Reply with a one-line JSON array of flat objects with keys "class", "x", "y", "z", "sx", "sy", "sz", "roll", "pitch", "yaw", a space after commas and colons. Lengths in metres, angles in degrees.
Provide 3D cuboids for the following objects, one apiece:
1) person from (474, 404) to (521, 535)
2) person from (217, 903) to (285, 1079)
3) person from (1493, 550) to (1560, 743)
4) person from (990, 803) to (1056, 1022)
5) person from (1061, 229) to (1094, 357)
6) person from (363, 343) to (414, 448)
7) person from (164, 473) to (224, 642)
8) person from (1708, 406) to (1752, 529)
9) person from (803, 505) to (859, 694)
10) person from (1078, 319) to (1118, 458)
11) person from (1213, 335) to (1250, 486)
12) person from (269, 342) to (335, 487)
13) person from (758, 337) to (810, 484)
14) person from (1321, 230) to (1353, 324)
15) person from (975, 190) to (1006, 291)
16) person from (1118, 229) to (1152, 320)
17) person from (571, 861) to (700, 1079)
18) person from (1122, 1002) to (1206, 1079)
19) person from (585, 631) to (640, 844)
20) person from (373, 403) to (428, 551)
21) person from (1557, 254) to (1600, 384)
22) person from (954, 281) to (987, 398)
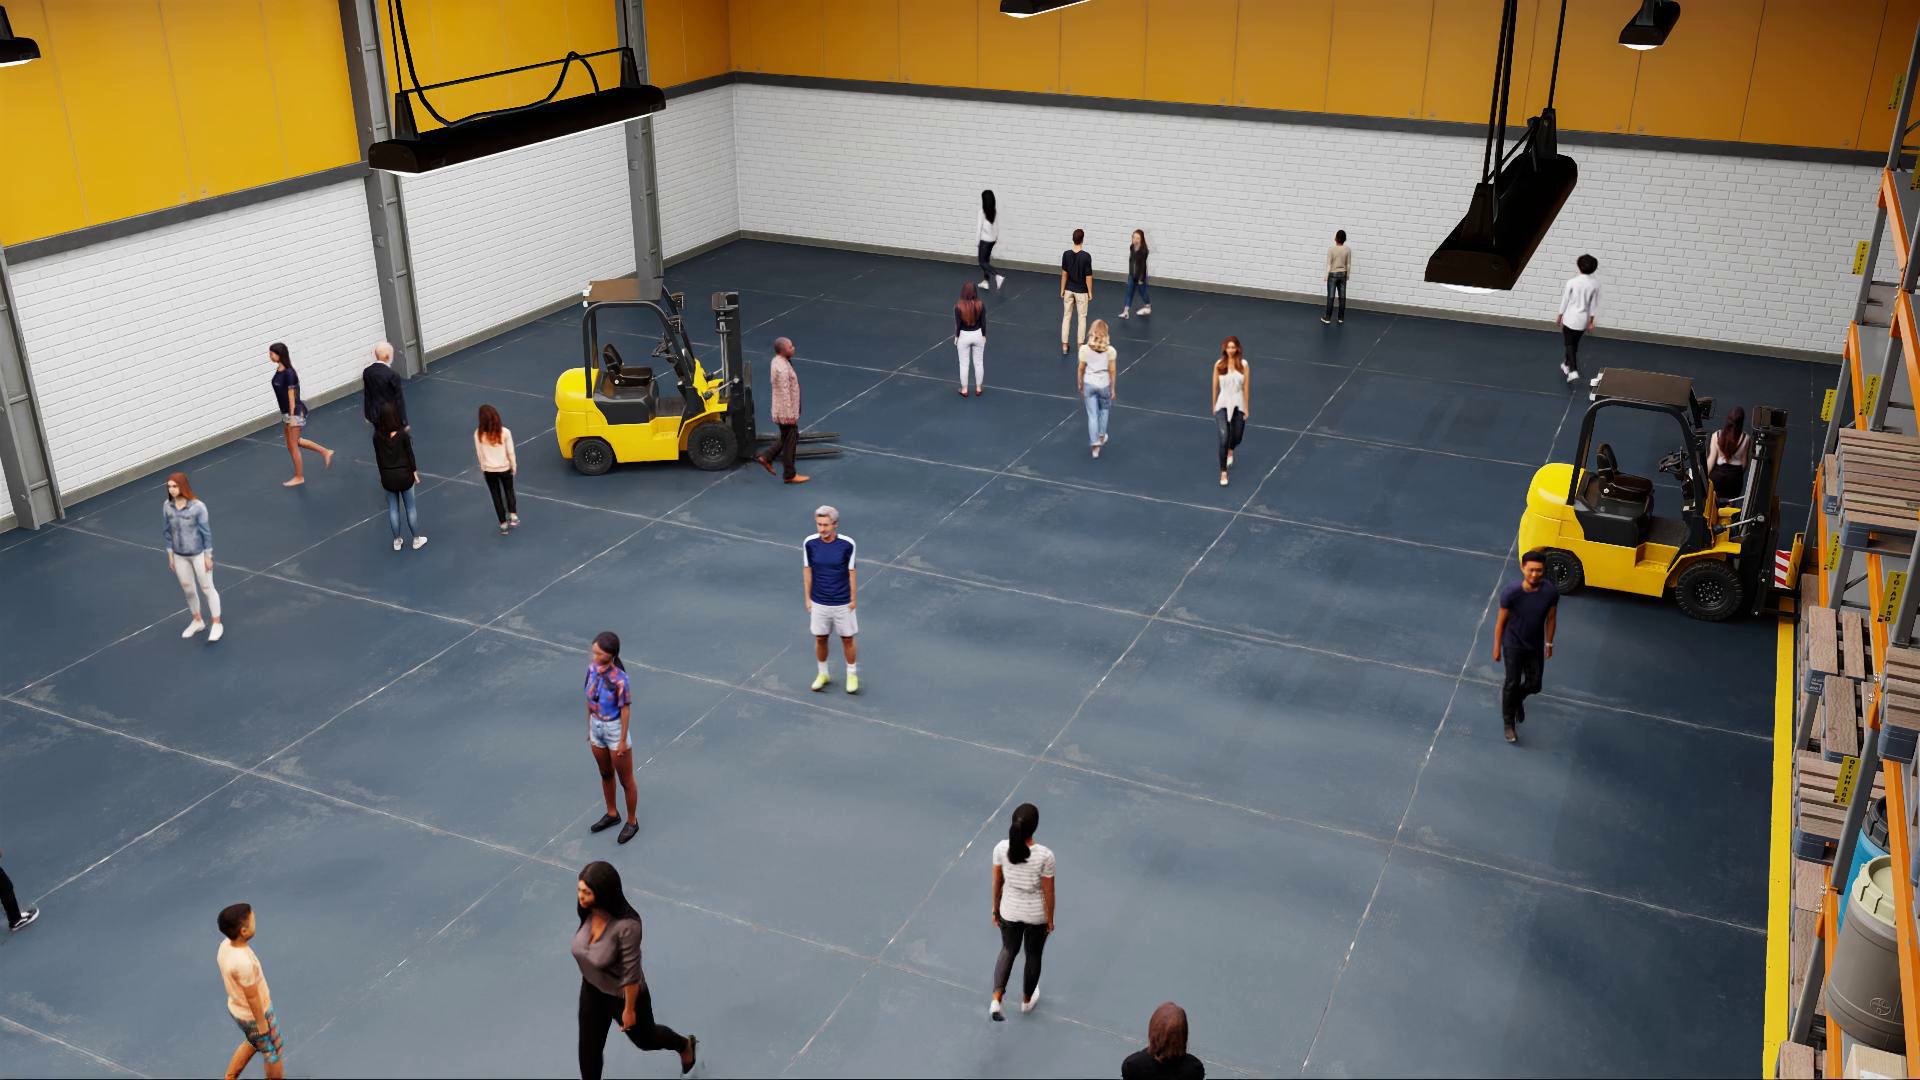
[{"class": "person", "x": -5.123, "y": -0.755, "z": 18.341, "sx": 0.703, "sy": 1.456, "sz": 0.755, "roll": -4, "pitch": 24, "yaw": -8}, {"class": "person", "x": -4.358, "y": 2.863, "z": 10.069, "sx": 0.867, "sy": 1.453, "sz": 0.715, "roll": -21, "pitch": 31, "yaw": -39}, {"class": "person", "x": 4.813, "y": 0.857, "z": 14.253, "sx": 0.793, "sy": 1.778, "sz": 0.850, "roll": 2, "pitch": 24, "yaw": 4}, {"class": "person", "x": 0.393, "y": 2.458, "z": 10.771, "sx": 0.584, "sy": 1.633, "sz": 0.843, "roll": 9, "pitch": 25, "yaw": 20}, {"class": "person", "x": 1.714, "y": -3.649, "z": 24.468, "sx": 0.630, "sy": 1.851, "sz": 0.540, "roll": 11, "pitch": 26, "yaw": 24}, {"class": "person", "x": -6.706, "y": -1.398, "z": 19.403, "sx": 0.823, "sy": 1.784, "sz": 0.686, "roll": 6, "pitch": 24, "yaw": 14}, {"class": "person", "x": -7.375, "y": 0.136, "z": 15.994, "sx": 0.682, "sy": 1.704, "sz": 0.652, "roll": 2, "pitch": 24, "yaw": 5}, {"class": "person", "x": 8.208, "y": -0.650, "z": 17.857, "sx": 0.588, "sy": 1.652, "sz": 0.562, "roll": 6, "pitch": 24, "yaw": 13}, {"class": "person", "x": -1.148, "y": 0.515, "z": 14.966, "sx": 0.700, "sy": 1.834, "sz": 0.662, "roll": 2, "pitch": 24, "yaw": 6}, {"class": "person", "x": 1.681, "y": -1.842, "z": 20.518, "sx": 0.766, "sy": 1.704, "sz": 0.940, "roll": 5, "pitch": 24, "yaw": 10}, {"class": "person", "x": 3.236, "y": -1.586, "z": 19.853, "sx": 0.828, "sy": 1.769, "sz": 1.086, "roll": 2, "pitch": 24, "yaw": 5}, {"class": "person", "x": -7.804, "y": -1.497, "z": 19.674, "sx": 0.970, "sy": 1.748, "sz": 0.816, "roll": -16, "pitch": 28, "yaw": -32}, {"class": "person", "x": -2.144, "y": -1.514, "z": 19.661, "sx": 0.984, "sy": 1.790, "sz": 0.941, "roll": -4, "pitch": 24, "yaw": -10}, {"class": "person", "x": 5.914, "y": -4.129, "z": 26.049, "sx": 0.628, "sy": 1.465, "sz": 0.650, "roll": -2, "pitch": 24, "yaw": -5}, {"class": "person", "x": 0.503, "y": -4.955, "z": 27.670, "sx": 0.861, "sy": 1.680, "sz": 0.954, "roll": 21, "pitch": 31, "yaw": 40}, {"class": "person", "x": 2.838, "y": -4.191, "z": 26.239, "sx": 1.059, "sy": 1.427, "sz": 0.845, "roll": -16, "pitch": 28, "yaw": -32}, {"class": "person", "x": -1.984, "y": 2.700, "z": 10.003, "sx": 0.772, "sy": 1.805, "sz": 1.168, "roll": 15, "pitch": 28, "yaw": 31}, {"class": "person", "x": 1.067, "y": 3.252, "z": 8.880, "sx": 0.675, "sy": 1.693, "sz": 0.686, "roll": 1, "pitch": 24, "yaw": 3}, {"class": "person", "x": -2.688, "y": 1.495, "z": 12.829, "sx": 0.613, "sy": 1.750, "sz": 0.556, "roll": 15, "pitch": 28, "yaw": 30}, {"class": "person", "x": -6.070, "y": -0.688, "z": 17.950, "sx": 0.645, "sy": 1.647, "sz": 0.664, "roll": -2, "pitch": 24, "yaw": -5}, {"class": "person", "x": 8.630, "y": -3.070, "z": 23.235, "sx": 0.951, "sy": 1.779, "sz": 1.205, "roll": -1, "pitch": 24, "yaw": -2}, {"class": "person", "x": 0.140, "y": -2.752, "z": 22.722, "sx": 0.686, "sy": 1.607, "sz": 0.714, "roll": -4, "pitch": 24, "yaw": -9}]
